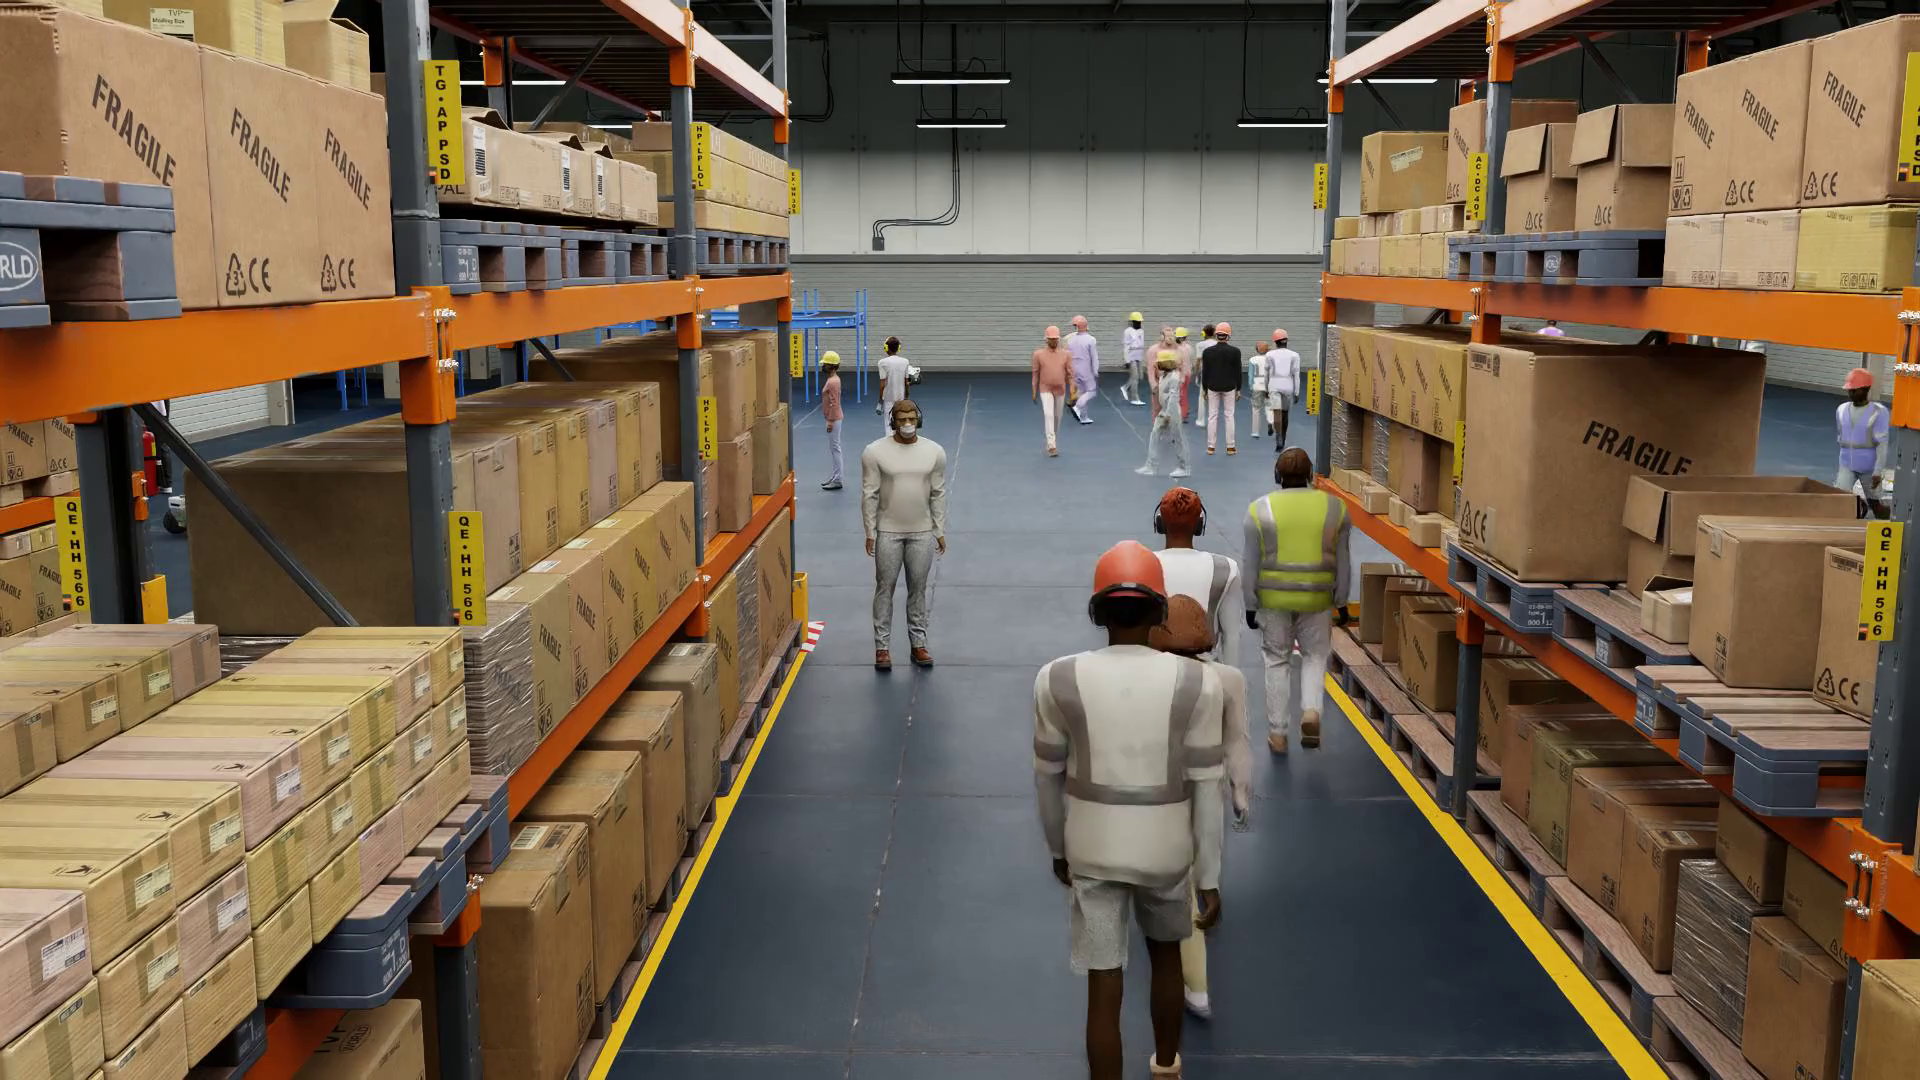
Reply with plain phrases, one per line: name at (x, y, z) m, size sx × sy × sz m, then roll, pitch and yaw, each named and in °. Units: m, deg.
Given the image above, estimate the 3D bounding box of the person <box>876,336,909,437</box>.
person at (-0.951, -1.956, 23.580) m, size 0.535 × 1.868 × 0.309 m, roll -6°, pitch 11°, yaw -33°

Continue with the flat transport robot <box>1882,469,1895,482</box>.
flat transport robot at (11.914, -0.722, 21.088) m, size 0.652 × 0.197 × 1.431 m, roll 8°, pitch 12°, yaw 38°

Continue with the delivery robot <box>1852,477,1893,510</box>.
delivery robot at (10.360, -0.546, 18.904) m, size 0.707 × 0.478 × 0.477 m, roll 2°, pitch 10°, yaw 10°

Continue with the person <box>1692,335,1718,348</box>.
person at (15.717, -3.848, 35.128) m, size 0.533 × 1.798 × 0.961 m, roll 5°, pitch 11°, yaw 27°

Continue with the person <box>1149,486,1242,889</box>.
person at (1.003, 0.688, 7.694) m, size 0.584 × 1.882 × 0.346 m, roll 0°, pitch 9°, yaw -1°

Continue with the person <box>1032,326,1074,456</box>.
person at (1.411, -2.294, 25.350) m, size 0.623 × 1.958 × 0.973 m, roll -1°, pitch 10°, yaw -9°

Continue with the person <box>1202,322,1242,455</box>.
person at (3.979, -2.301, 25.268) m, size 0.608 × 1.995 × 0.376 m, roll 2°, pitch 10°, yaw 14°

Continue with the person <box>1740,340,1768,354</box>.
person at (17.055, -4.032, 35.767) m, size 0.602 × 1.949 × 0.390 m, roll -1°, pitch 10°, yaw -6°

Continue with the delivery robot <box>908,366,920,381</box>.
delivery robot at (-1.326, -4.019, 39.708) m, size 0.707 × 0.478 × 0.477 m, roll 4°, pitch 10°, yaw 23°

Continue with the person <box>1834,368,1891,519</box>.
person at (8.865, -0.750, 16.315) m, size 1.019 × 1.889 × 0.555 m, roll -6°, pitch 11°, yaw -32°

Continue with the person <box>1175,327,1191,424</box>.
person at (3.975, -2.967, 30.022) m, size 0.364 × 1.742 × 0.522 m, roll -5°, pitch 11°, yaw -25°

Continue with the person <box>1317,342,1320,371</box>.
person at (6.903, -3.081, 30.363) m, size 1.008 × 1.849 × 0.671 m, roll -9°, pitch 13°, yaw -44°

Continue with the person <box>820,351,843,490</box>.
person at (-1.651, -1.545, 21.410) m, size 0.301 × 1.772 × 0.525 m, roll -1°, pitch 10°, yaw -5°

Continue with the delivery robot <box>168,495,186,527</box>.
delivery robot at (-8.146, -0.390, 17.970) m, size 0.477 × 0.478 × 0.707 m, roll 7°, pitch 12°, yaw 35°

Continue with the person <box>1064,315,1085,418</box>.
person at (2.172, -3.237, 31.094) m, size 0.557 × 1.922 × 0.551 m, roll 7°, pitch 12°, yaw 36°

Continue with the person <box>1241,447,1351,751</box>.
person at (1.976, 0.361, 9.818) m, size 0.647 × 1.826 × 0.475 m, roll 1°, pitch 10°, yaw 5°

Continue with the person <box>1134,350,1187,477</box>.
person at (2.753, -1.705, 22.553) m, size 0.807 × 1.712 × 0.508 m, roll -4°, pitch 10°, yaw -22°

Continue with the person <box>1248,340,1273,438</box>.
person at (5.019, -2.490, 27.503) m, size 0.525 × 1.621 × 0.502 m, roll -1°, pitch 10°, yaw -5°

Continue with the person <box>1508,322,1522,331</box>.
person at (9.973, -3.016, 30.067) m, size 0.610 × 1.824 × 0.638 m, roll -4°, pitch 10°, yaw -25°

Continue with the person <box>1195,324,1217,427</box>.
person at (4.364, -2.864, 29.164) m, size 0.533 × 1.811 × 0.943 m, roll 0°, pitch 9°, yaw -3°

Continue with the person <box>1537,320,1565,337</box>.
person at (11.949, -3.670, 33.701) m, size 0.554 × 1.916 × 0.696 m, roll 2°, pitch 10°, yaw 14°

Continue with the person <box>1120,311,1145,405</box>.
person at (3.538, -3.727, 34.067) m, size 0.611 × 1.910 × 0.592 m, roll 9°, pitch 13°, yaw 43°

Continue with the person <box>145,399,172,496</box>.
person at (-10.149, -1.521, 20.820) m, size 0.392 × 1.920 × 0.588 m, roll 5°, pitch 11°, yaw 26°

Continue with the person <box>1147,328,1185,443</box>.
person at (3.344, -2.503, 26.909) m, size 0.637 × 1.851 × 1.013 m, roll -1°, pitch 10°, yaw -6°

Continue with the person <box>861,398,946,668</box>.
person at (-0.398, -0.053, 11.968) m, size 0.627 × 1.941 × 0.373 m, roll -3°, pitch 10°, yaw -15°

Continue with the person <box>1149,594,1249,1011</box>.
person at (0.872, 1.003, 6.671) m, size 0.509 × 1.584 × 0.849 m, roll -2°, pitch 10°, yaw -13°

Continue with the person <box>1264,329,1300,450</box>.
person at (5.023, -2.350, 25.979) m, size 0.534 × 1.880 × 1.062 m, roll 1°, pitch 10°, yaw 5°

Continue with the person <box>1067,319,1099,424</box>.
person at (2.194, -3.016, 29.870) m, size 0.574 × 1.884 × 0.668 m, roll -9°, pitch 13°, yaw -43°

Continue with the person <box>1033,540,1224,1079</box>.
person at (0.540, 1.009, 5.422) m, size 0.602 × 2.004 × 0.789 m, roll 1°, pitch 10°, yaw 5°
